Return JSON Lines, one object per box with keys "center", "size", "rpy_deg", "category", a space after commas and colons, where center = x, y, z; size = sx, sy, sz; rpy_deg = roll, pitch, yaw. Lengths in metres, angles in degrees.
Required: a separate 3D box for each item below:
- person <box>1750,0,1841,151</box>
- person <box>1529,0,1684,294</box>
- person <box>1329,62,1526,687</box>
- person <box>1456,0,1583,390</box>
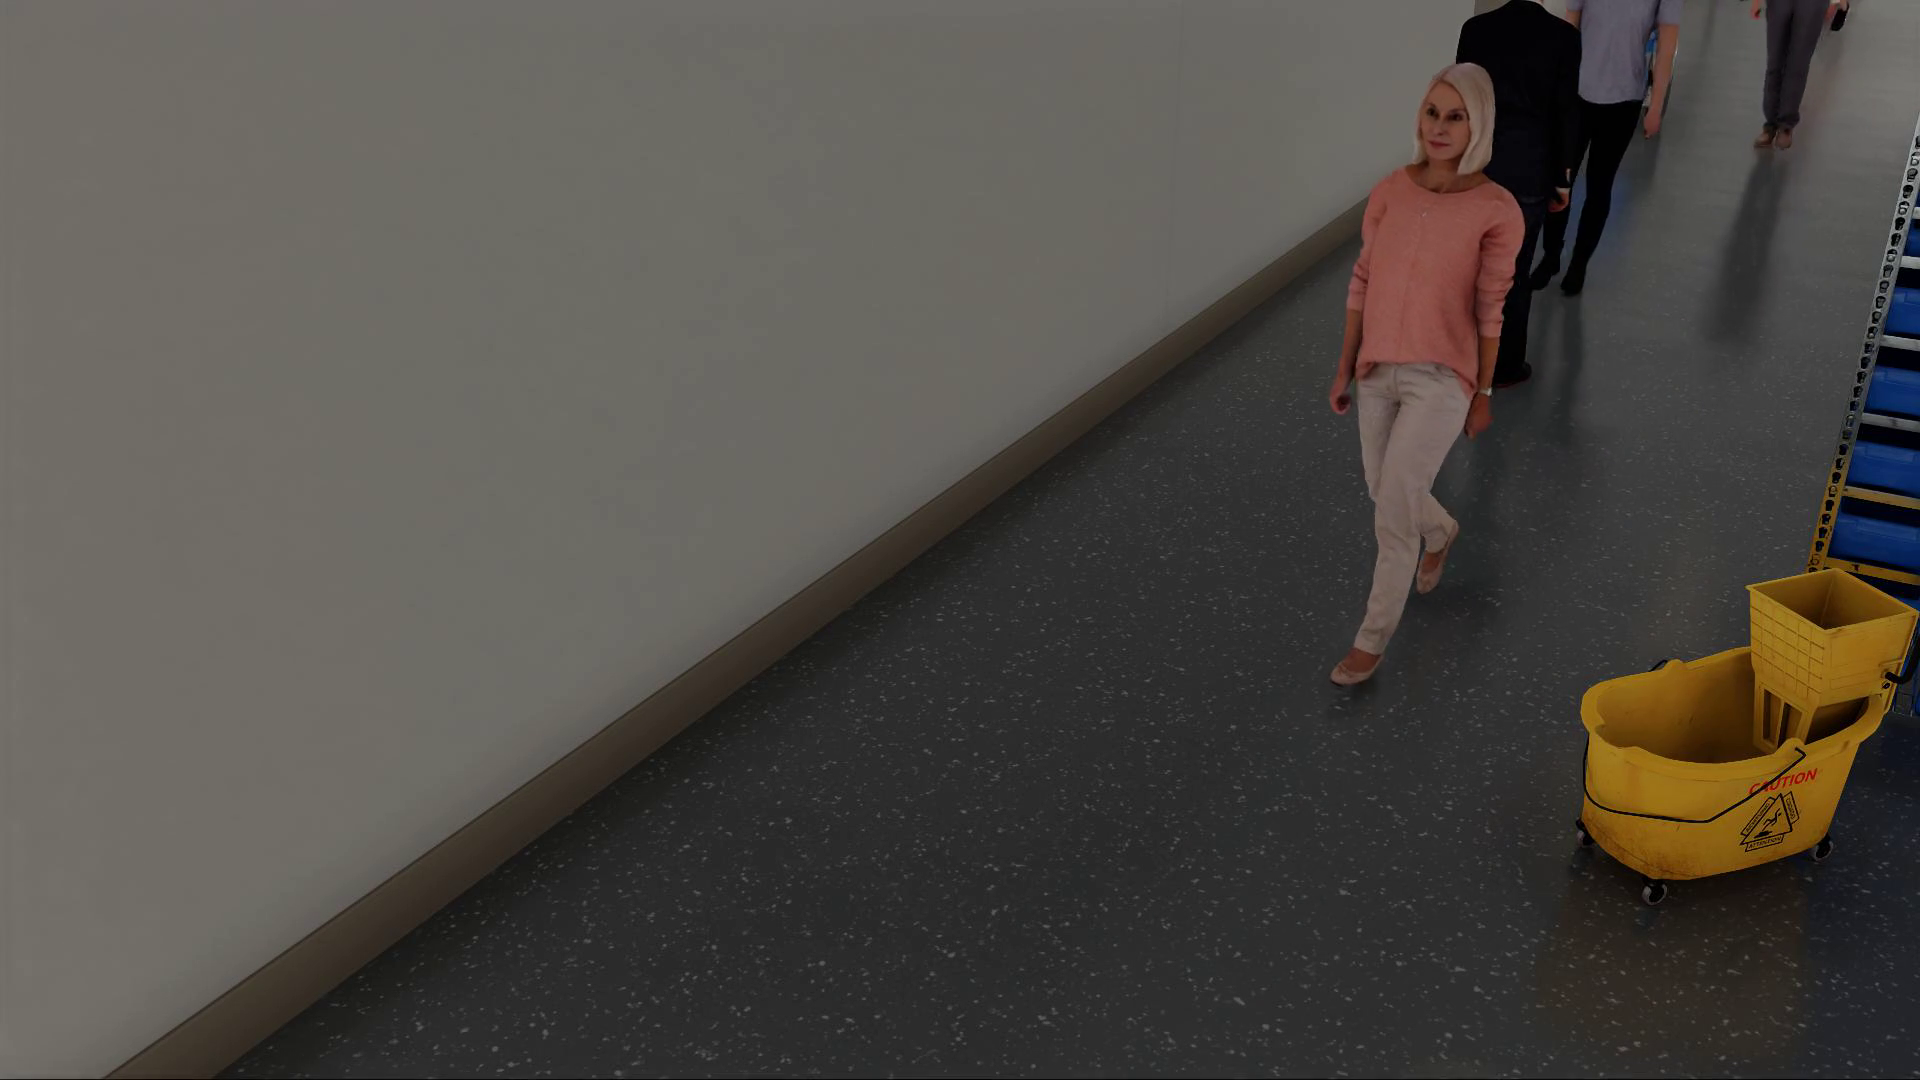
{"center": [5.475, -3.554, 10.813], "size": [0.630, 1.926, 0.756], "rpy_deg": [20, 32, 35], "category": "person"}
{"center": [3.058, -2.094, 7.881], "size": [0.614, 1.843, 0.743], "rpy_deg": [15, 29, 28], "category": "person"}
{"center": [1.316, -0.470, 4.682], "size": [1.054, 1.697, 0.826], "rpy_deg": [22, 33, 38], "category": "person"}
{"center": [2.197, -1.519, 6.722], "size": [0.505, 1.815, 0.745], "rpy_deg": [15, 29, 28], "category": "person"}
